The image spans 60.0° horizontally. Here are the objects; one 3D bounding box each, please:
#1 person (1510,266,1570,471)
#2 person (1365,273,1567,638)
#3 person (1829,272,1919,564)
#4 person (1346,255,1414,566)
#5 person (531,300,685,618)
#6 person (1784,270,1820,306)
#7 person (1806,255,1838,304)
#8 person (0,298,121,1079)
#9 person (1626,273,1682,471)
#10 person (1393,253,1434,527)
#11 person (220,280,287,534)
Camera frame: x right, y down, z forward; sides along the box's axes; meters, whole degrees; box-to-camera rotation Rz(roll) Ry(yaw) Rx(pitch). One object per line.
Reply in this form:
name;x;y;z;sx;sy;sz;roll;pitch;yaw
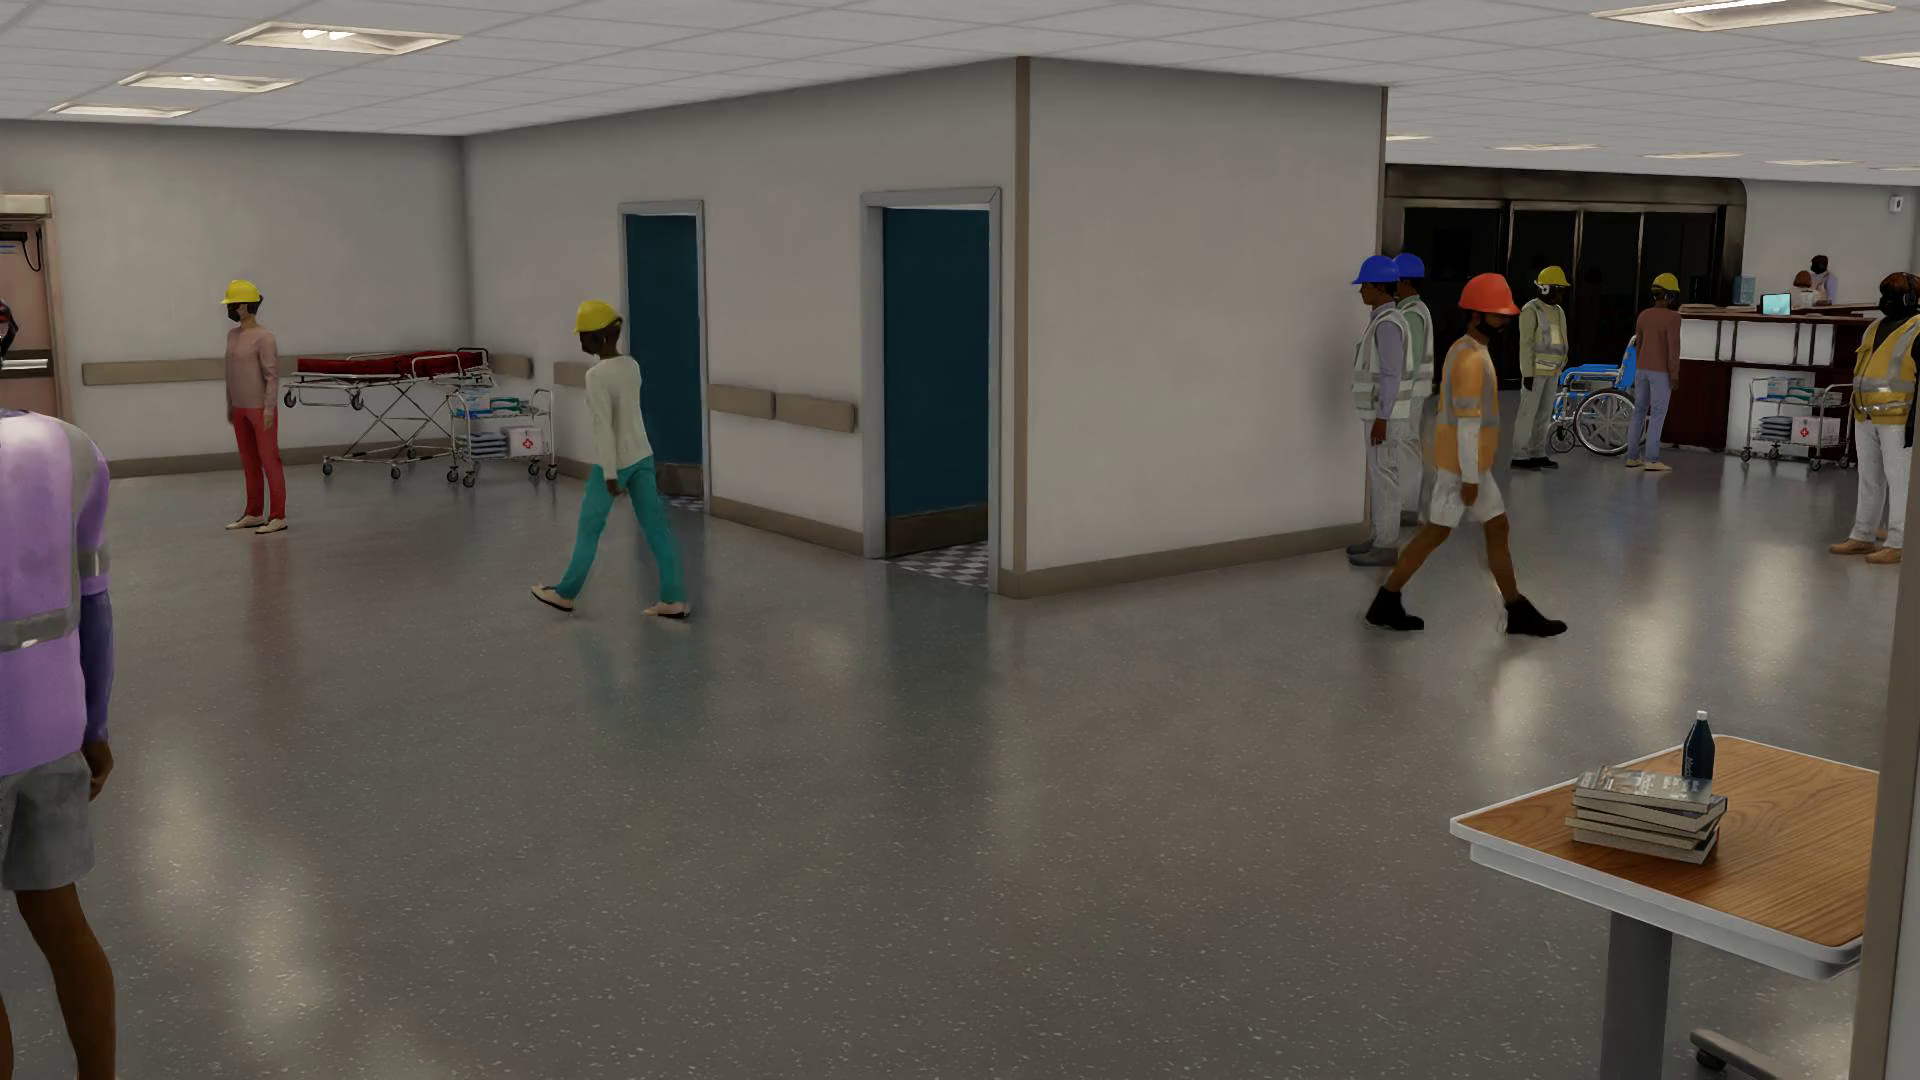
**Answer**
person;5.203;-1.523;14.840;0.590;1.827;0.403;-8;13;-39
person;2.591;-0.421;8.517;1.002;1.880;0.553;3;11;18
person;5.896;-0.772;10.573;0.429;1.844;0.627;-2;10;-10
person;2.632;-0.807;10.463;0.405;1.945;0.615;2;10;12
person;-1.904;-0.425;8.976;0.916;1.714;0.537;4;11;22
person;12.169;-3.088;24.126;0.507;1.631;0.266;6;12;31
person;13.578;-3.588;26.356;0.430;1.840;0.625;-1;10;-6
person;-2.026;0.409;3.432;0.408;2.032;0.612;3;11;17
person;6.243;-1.498;14.881;0.345;1.762;0.524;-3;11;-17
person;3.185;-1.067;11.916;0.390;1.949;0.602;3;11;16
person;-4.968;-0.928;11.654;0.523;1.769;0.310;6;12;32
